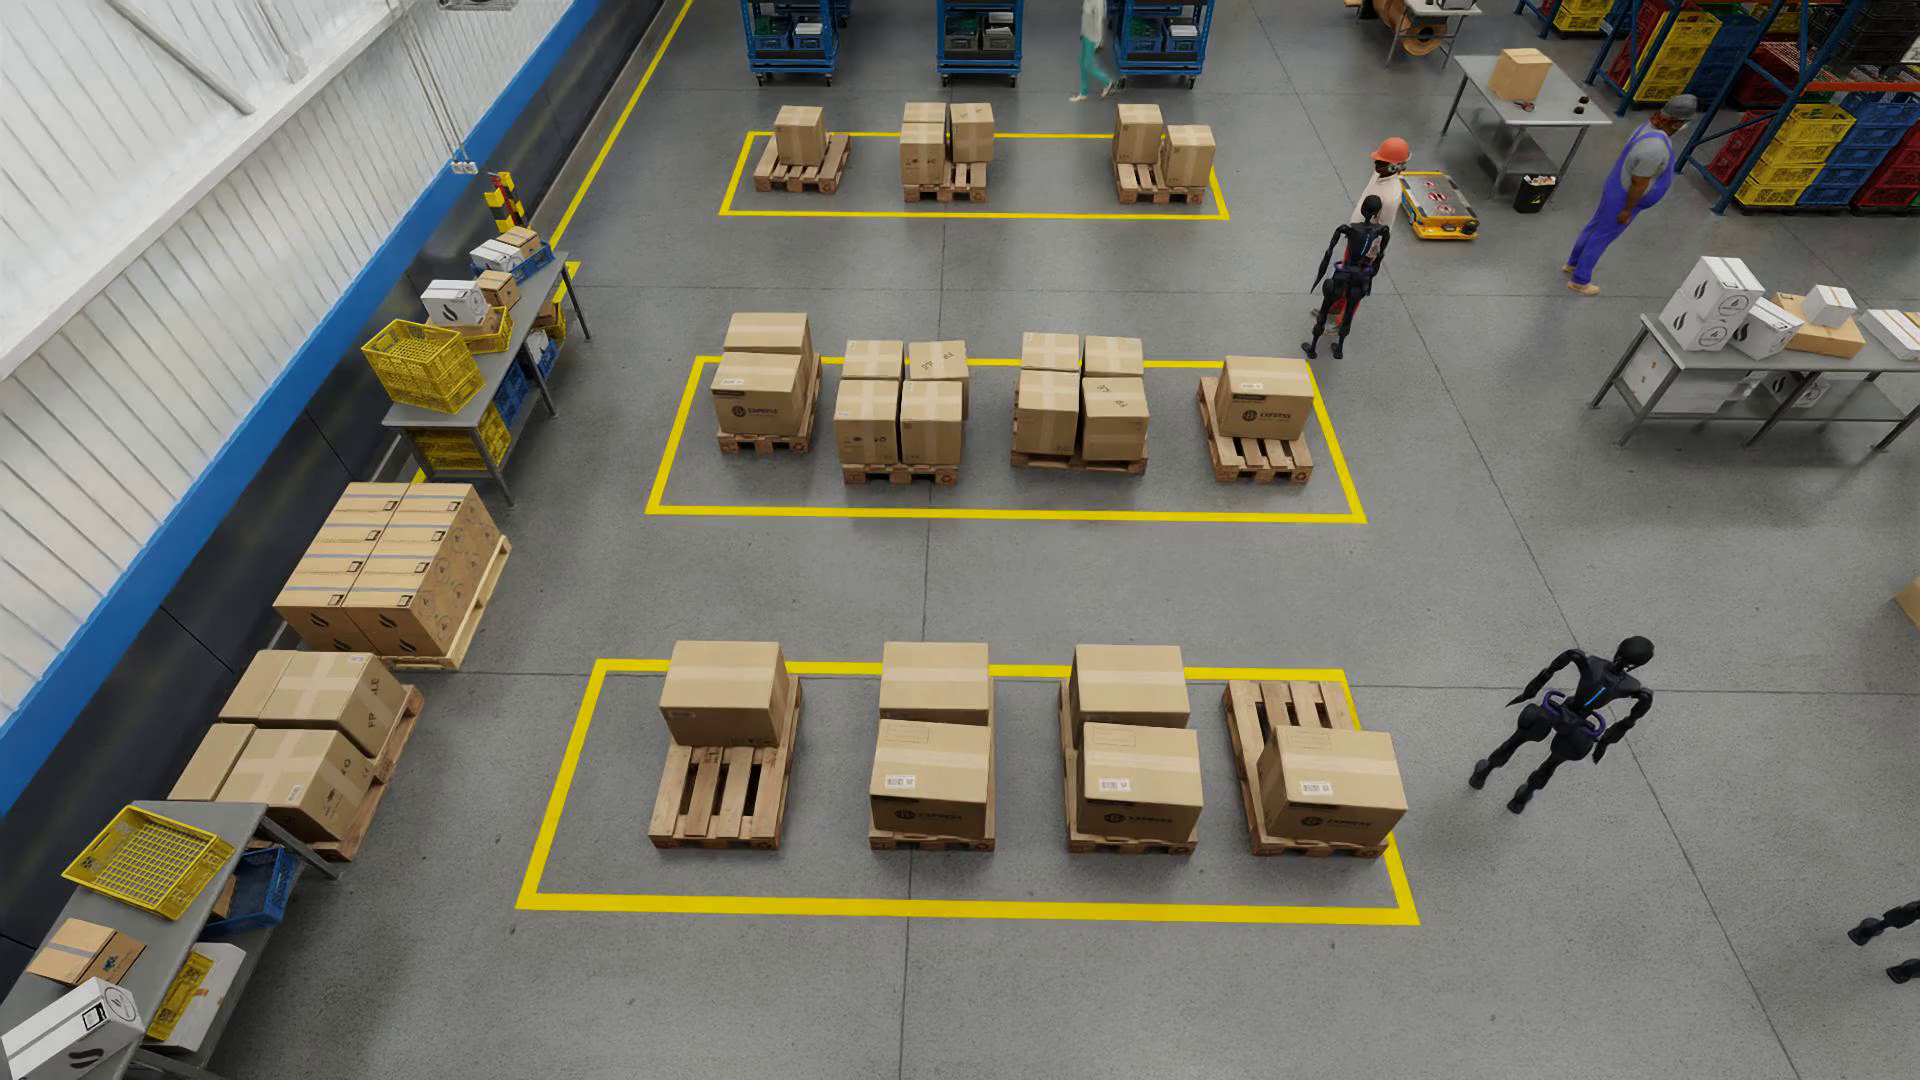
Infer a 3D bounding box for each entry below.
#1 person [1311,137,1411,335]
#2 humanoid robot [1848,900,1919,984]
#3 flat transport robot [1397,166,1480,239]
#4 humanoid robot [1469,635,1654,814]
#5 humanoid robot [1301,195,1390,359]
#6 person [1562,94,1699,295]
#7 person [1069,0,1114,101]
[{"bbox_3d":[3.921,-2.926,8.925,0.379,1.993,0.621,2,49,1],"label":"person"},{"bbox_3d":[5.616,1.929,4.931,0.335,1.651,0.570,-21,52,-18],"label":"humanoid robot"},{"bbox_3d":[5.692,-4.094,11.059,0.652,0.197,1.431,1,49,1],"label":"flat transport robot"},{"bbox_3d":[3.706,1.122,5.629,0.578,1.649,0.337,35,58,26],"label":"humanoid robot"},{"bbox_3d":[3.695,-2.489,8.755,0.569,1.651,0.327,2,49,1],"label":"humanoid robot"},{"bbox_3d":[6.909,-3.553,9.438,0.537,2.000,0.679,15,51,13],"label":"person"},{"bbox_3d":[1.834,-6.873,12.506,0.524,1.749,0.540,-8,50,-7],"label":"person"}]
